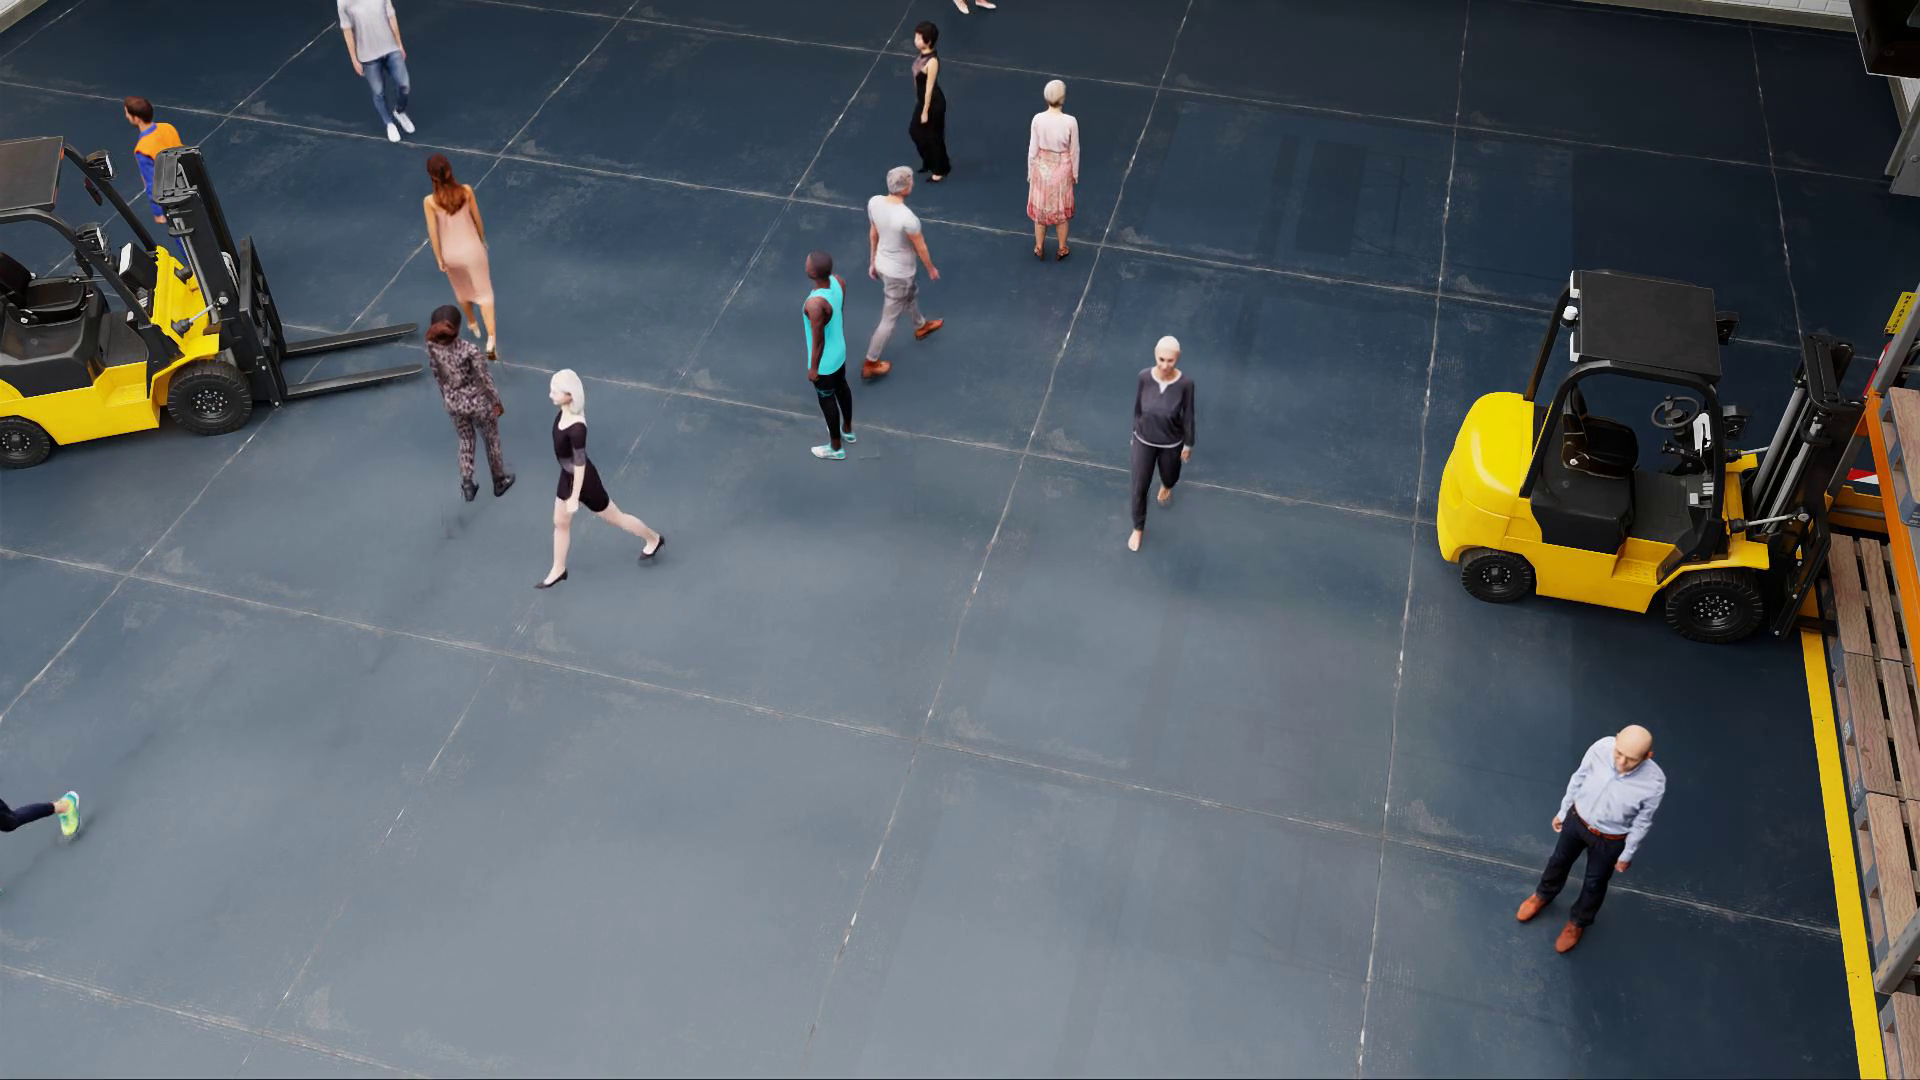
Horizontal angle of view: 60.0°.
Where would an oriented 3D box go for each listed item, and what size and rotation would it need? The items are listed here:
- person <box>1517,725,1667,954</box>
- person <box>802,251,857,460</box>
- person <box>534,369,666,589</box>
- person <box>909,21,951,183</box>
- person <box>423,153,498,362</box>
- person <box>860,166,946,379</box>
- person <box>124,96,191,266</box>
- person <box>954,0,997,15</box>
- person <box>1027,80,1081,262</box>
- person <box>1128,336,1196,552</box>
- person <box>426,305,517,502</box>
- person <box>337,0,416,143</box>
[{"bbox_3d":[3.558,1.618,9.293,0.757,1.788,0.734,-31,52,-29],"label":"person"},{"bbox_3d":[-0.981,-1.380,12.424,0.713,1.811,0.512,17,46,17],"label":"person"},{"bbox_3d":[-2.488,-0.407,11.425,1.192,1.780,1.126,-21,48,-21],"label":"person"},{"bbox_3d":[-0.192,-4.034,15.370,0.765,1.589,0.682,-13,45,-13],"label":"person"},{"bbox_3d":[-3.960,-2.246,13.333,0.960,1.810,1.113,-16,46,-16],"label":"person"},{"bbox_3d":[-0.565,-2.071,13.181,1.288,1.767,1.156,-29,51,-27],"label":"person"},{"bbox_3d":[-6.573,-2.870,13.952,0.770,1.861,0.582,5,44,5],"label":"person"},{"bbox_3d":[0.115,-6.472,17.856,0.795,1.691,0.709,24,49,23],"label":"person"},{"bbox_3d":[0.802,-3.179,14.399,0.630,1.691,0.610,5,44,5],"label":"person"},{"bbox_3d":[1.445,-0.778,11.867,0.630,1.707,0.959,11,45,12],"label":"person"},{"bbox_3d":[-3.576,-0.974,12.067,0.579,1.715,0.616,10,44,10],"label":"person"},{"bbox_3d":[-5.591,-4.719,15.880,0.808,1.877,0.874,-24,48,-23],"label":"person"}]
